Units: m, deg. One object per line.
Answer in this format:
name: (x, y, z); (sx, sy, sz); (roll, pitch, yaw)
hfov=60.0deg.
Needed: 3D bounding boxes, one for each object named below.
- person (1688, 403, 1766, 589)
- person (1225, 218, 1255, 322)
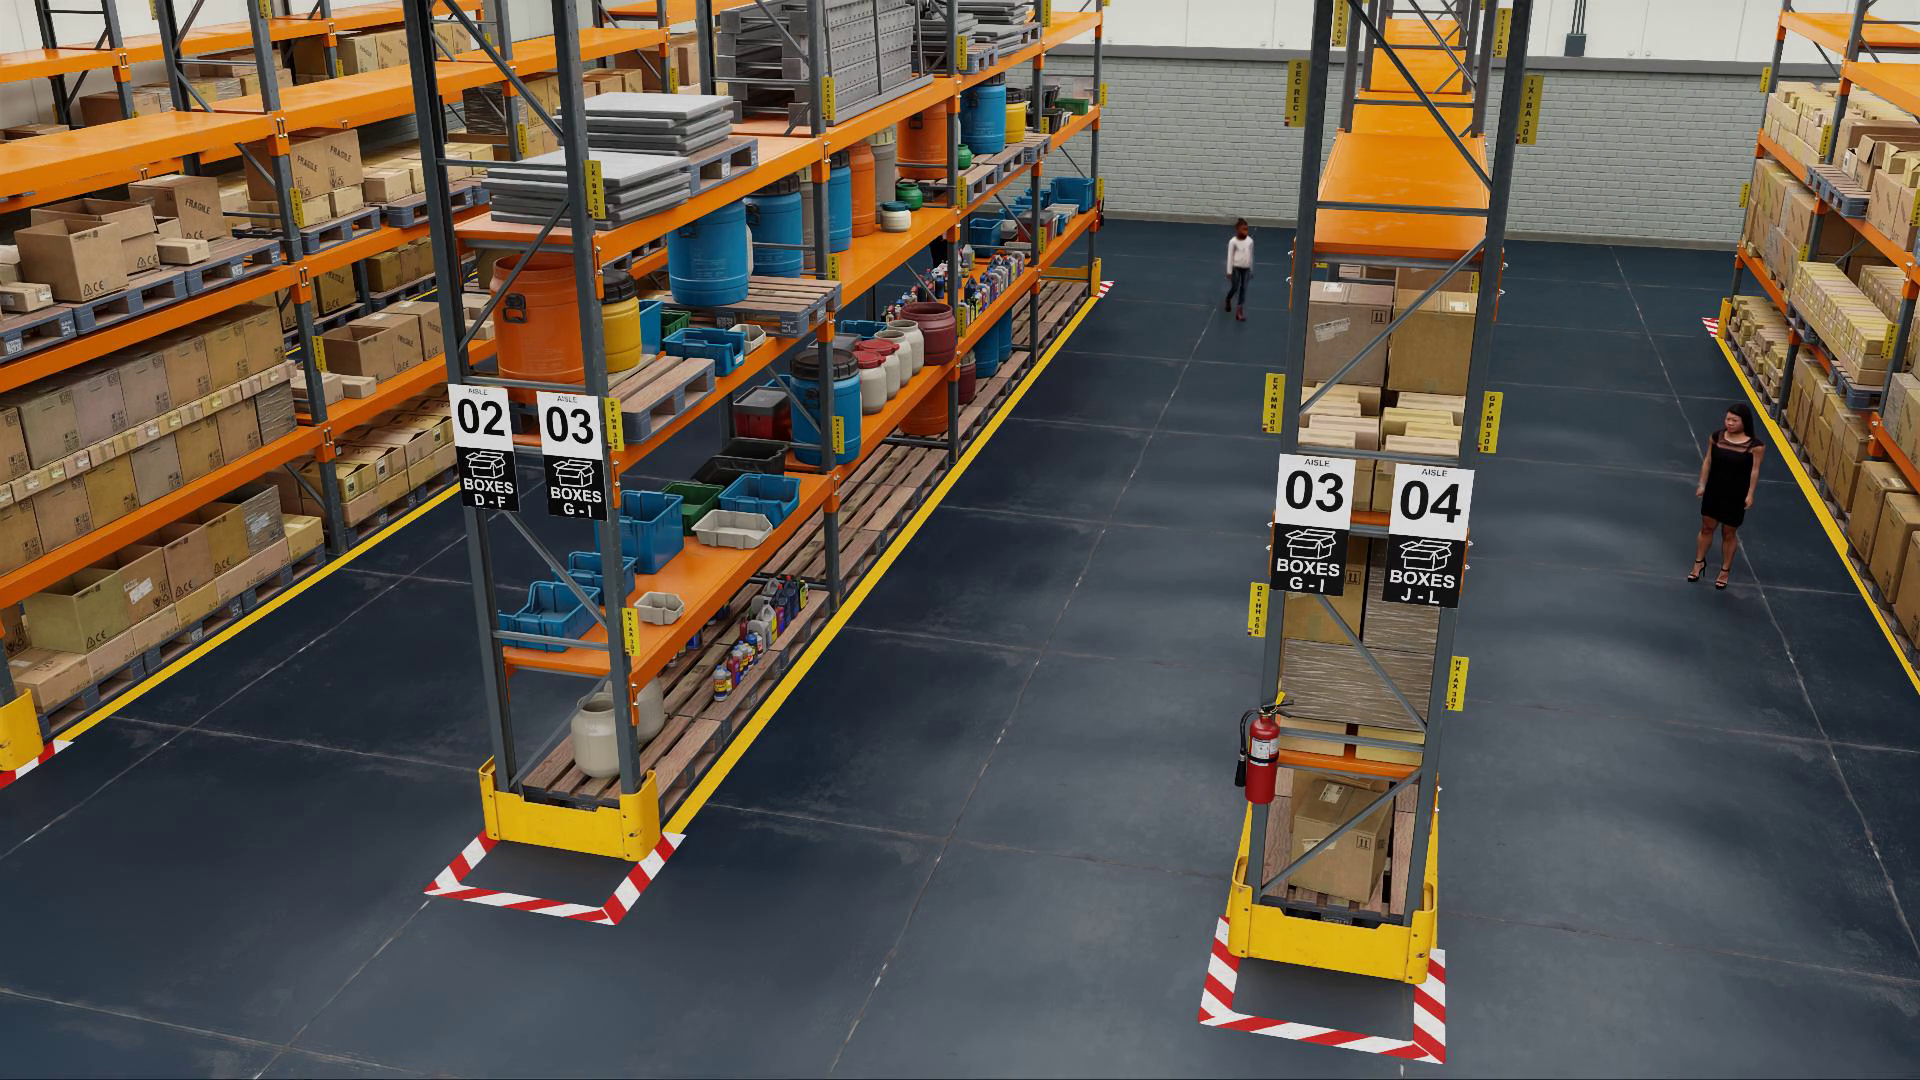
person: (6.839, -0.400, 14.844); (0.775, 1.716, 0.762); (-20, 30, -41)
person: (3.965, -3.859, 23.663); (0.734, 1.443, 0.848); (-6, 23, -15)
